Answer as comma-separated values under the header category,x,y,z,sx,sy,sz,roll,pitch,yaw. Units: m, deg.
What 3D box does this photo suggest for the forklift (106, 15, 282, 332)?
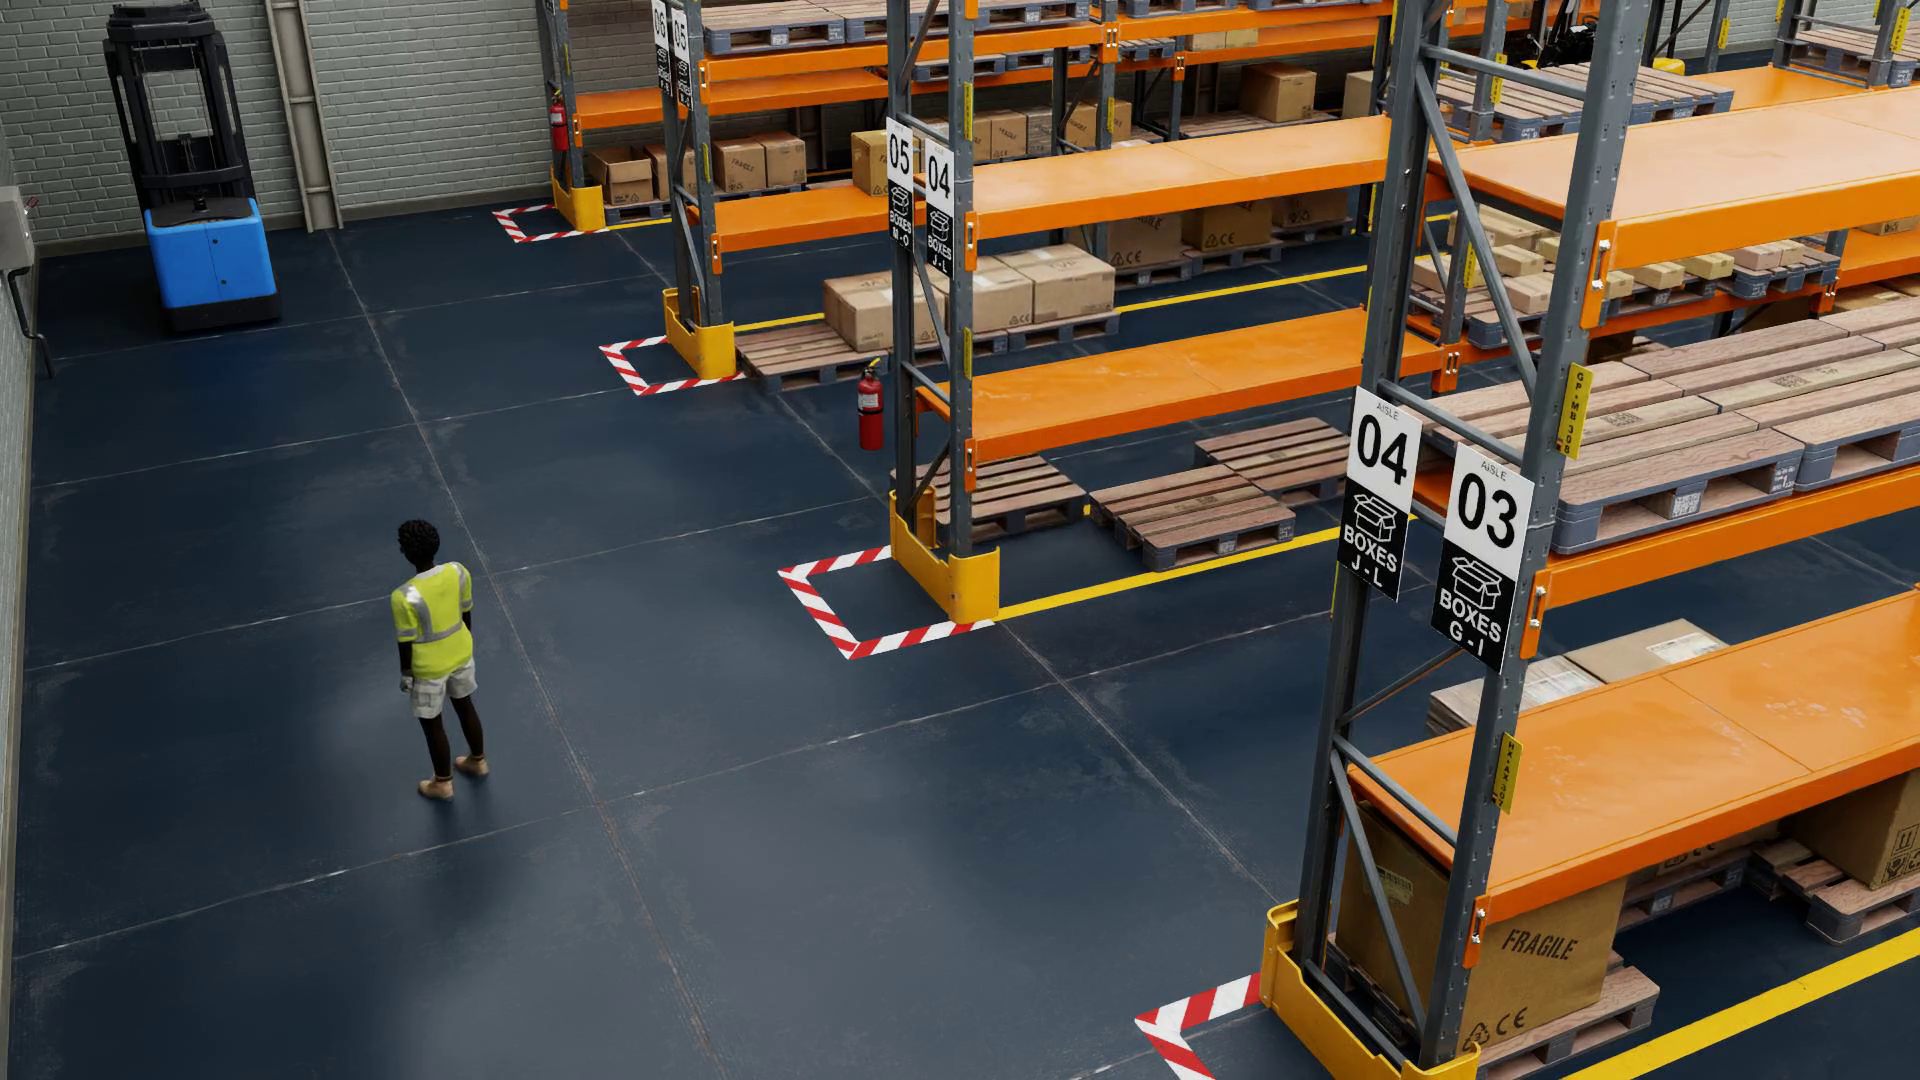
category,x,y,z,sx,sy,sz,roll,pitch,yaw
forklift,-7.548,-3.672,16.323,1.129,2.768,1.873,-12,30,-22

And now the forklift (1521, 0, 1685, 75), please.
category,x,y,z,sx,sy,sz,roll,pitch,yaw
forklift,8.950,-6.807,23.056,1.214,2.155,2.313,-12,30,-22

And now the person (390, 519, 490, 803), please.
category,x,y,z,sx,sy,sz,roll,pitch,yaw
person,-2.903,0.664,9.288,0.320,1.685,0.540,15,31,26
